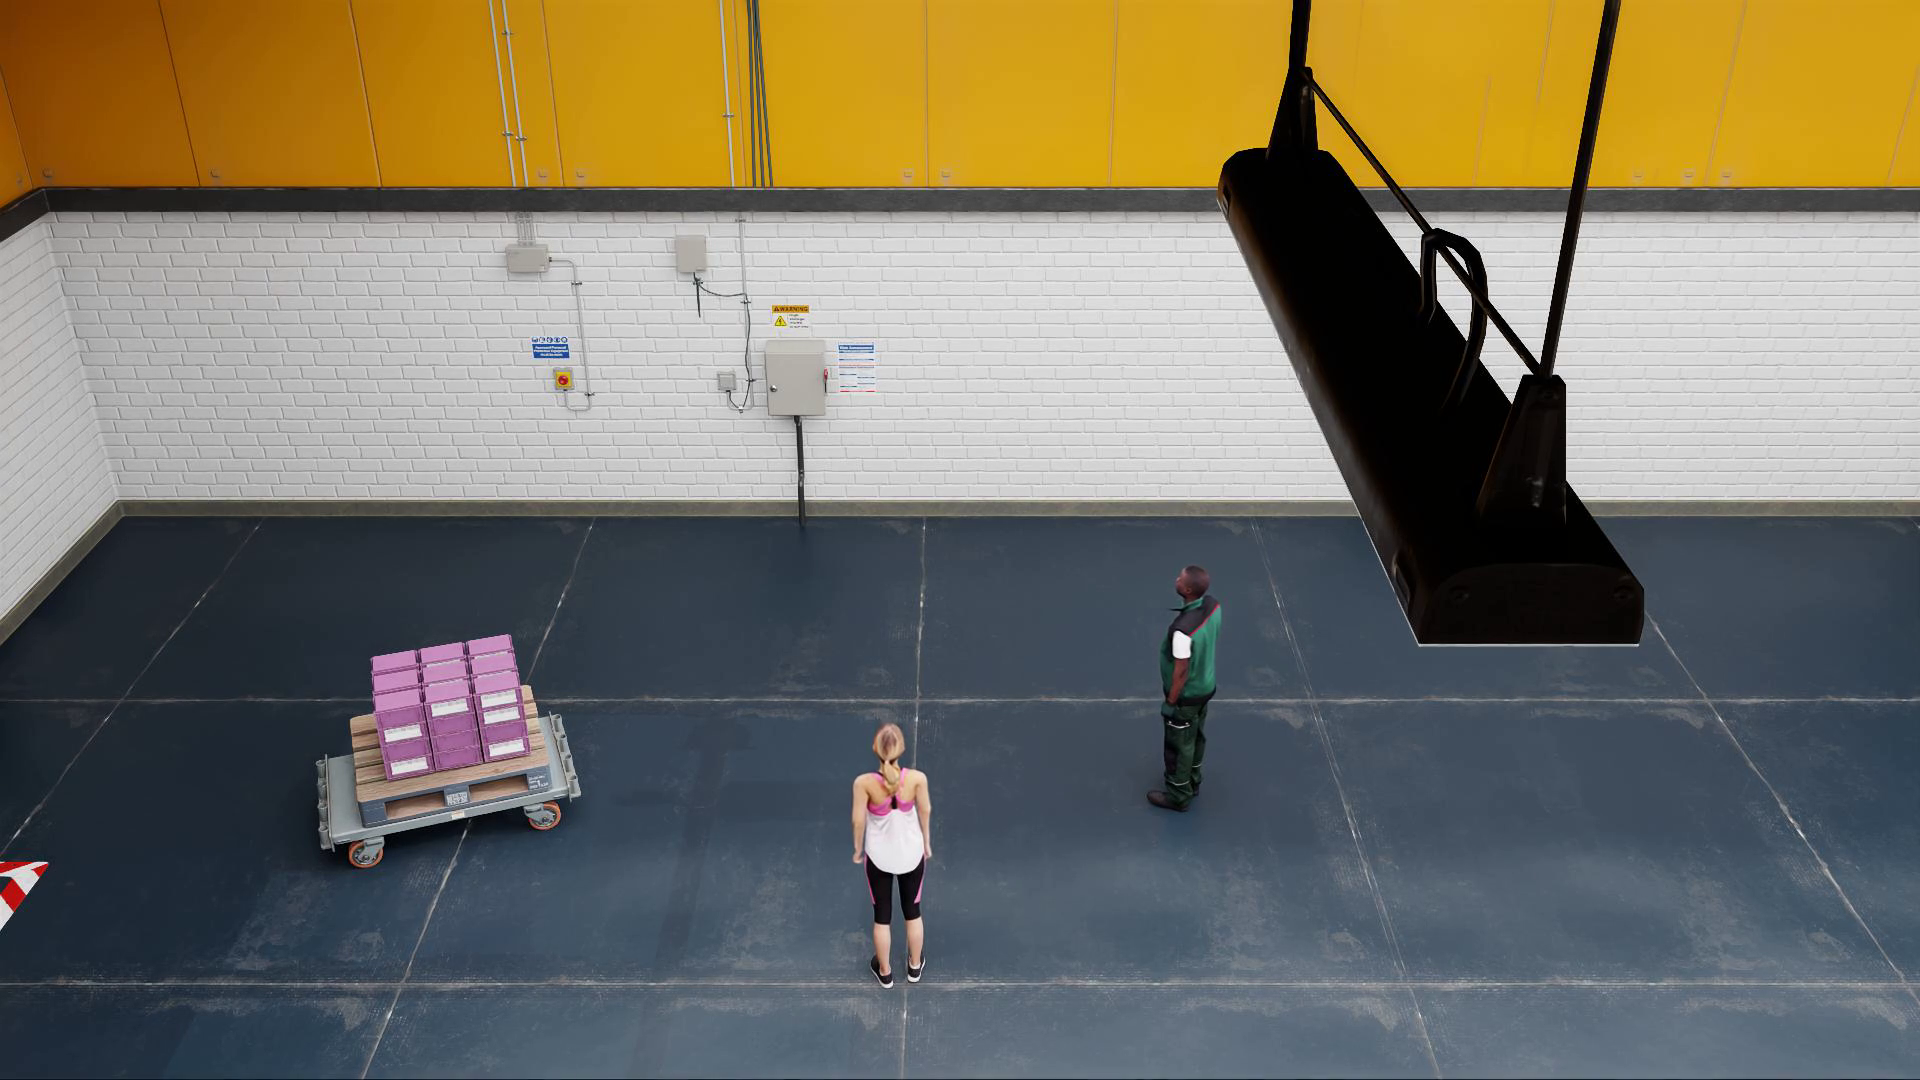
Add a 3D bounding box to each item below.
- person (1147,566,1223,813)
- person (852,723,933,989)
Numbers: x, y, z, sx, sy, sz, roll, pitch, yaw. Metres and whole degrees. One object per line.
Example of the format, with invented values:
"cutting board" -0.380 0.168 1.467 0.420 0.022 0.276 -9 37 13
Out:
"person" 1.512 0.977 11.027 0.844 1.840 0.734 16 33 27
"person" -0.379 1.817 9.541 0.642 1.787 0.574 -5 29 -9
